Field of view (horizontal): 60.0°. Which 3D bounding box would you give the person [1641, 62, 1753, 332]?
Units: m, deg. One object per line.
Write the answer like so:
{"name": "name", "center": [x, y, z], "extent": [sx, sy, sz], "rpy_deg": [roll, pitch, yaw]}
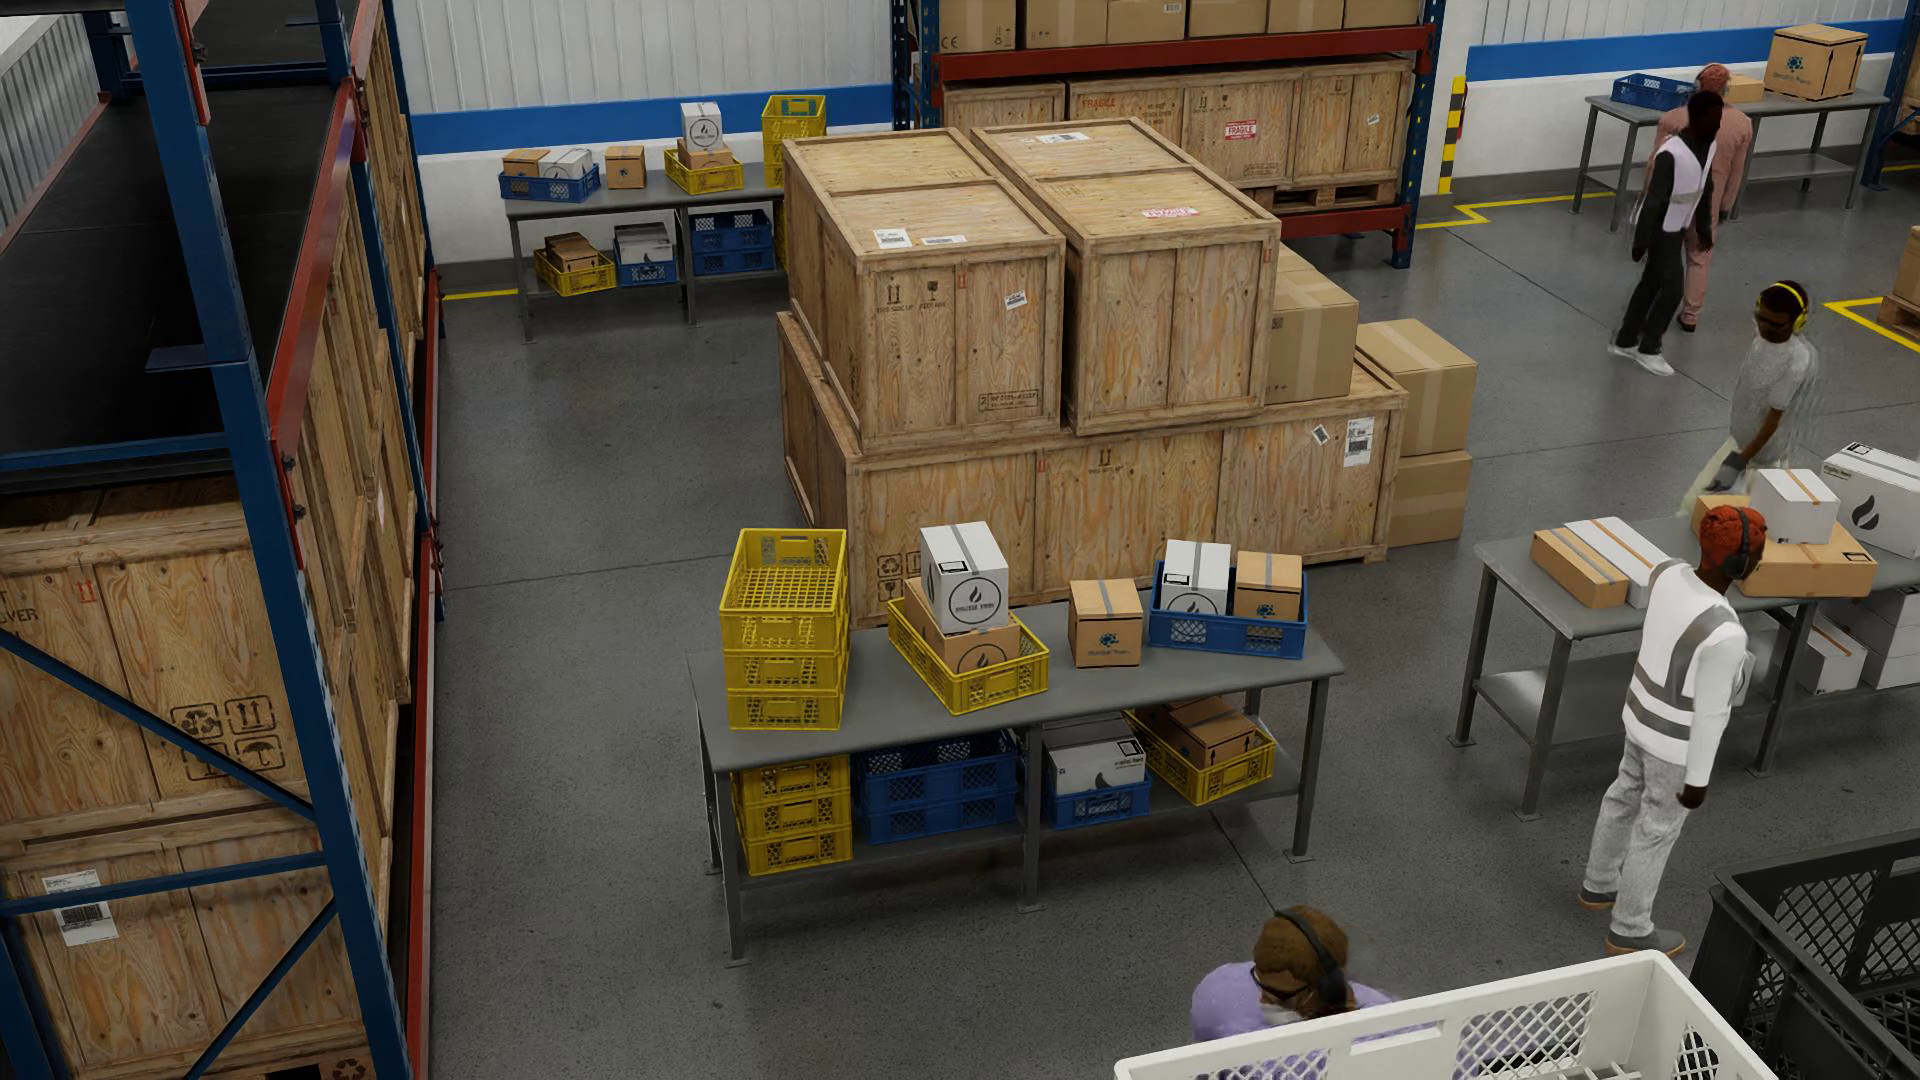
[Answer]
{"name": "person", "center": [5.169, -2.423, 11.817], "extent": [0.643, 1.899, 0.396], "rpy_deg": [4, 29, 7]}

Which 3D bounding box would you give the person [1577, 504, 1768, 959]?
{"name": "person", "center": [2.633, 0.713, 6.145], "extent": [0.354, 1.879, 0.566], "rpy_deg": [-1, 29, -2]}

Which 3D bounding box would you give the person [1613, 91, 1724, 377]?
{"name": "person", "center": [4.831, -2.054, 11.140], "extent": [0.608, 1.894, 0.671], "rpy_deg": [-26, 38, -38]}

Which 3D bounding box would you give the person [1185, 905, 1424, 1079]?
{"name": "person", "center": [0.979, 1.711, 4.313], "extent": [0.865, 1.906, 0.370], "rpy_deg": [13, 31, 22]}

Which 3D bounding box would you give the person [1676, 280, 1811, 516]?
{"name": "person", "center": [3.852, -0.452, 8.317], "extent": [0.899, 1.817, 0.554], "rpy_deg": [-2, 29, -4]}
